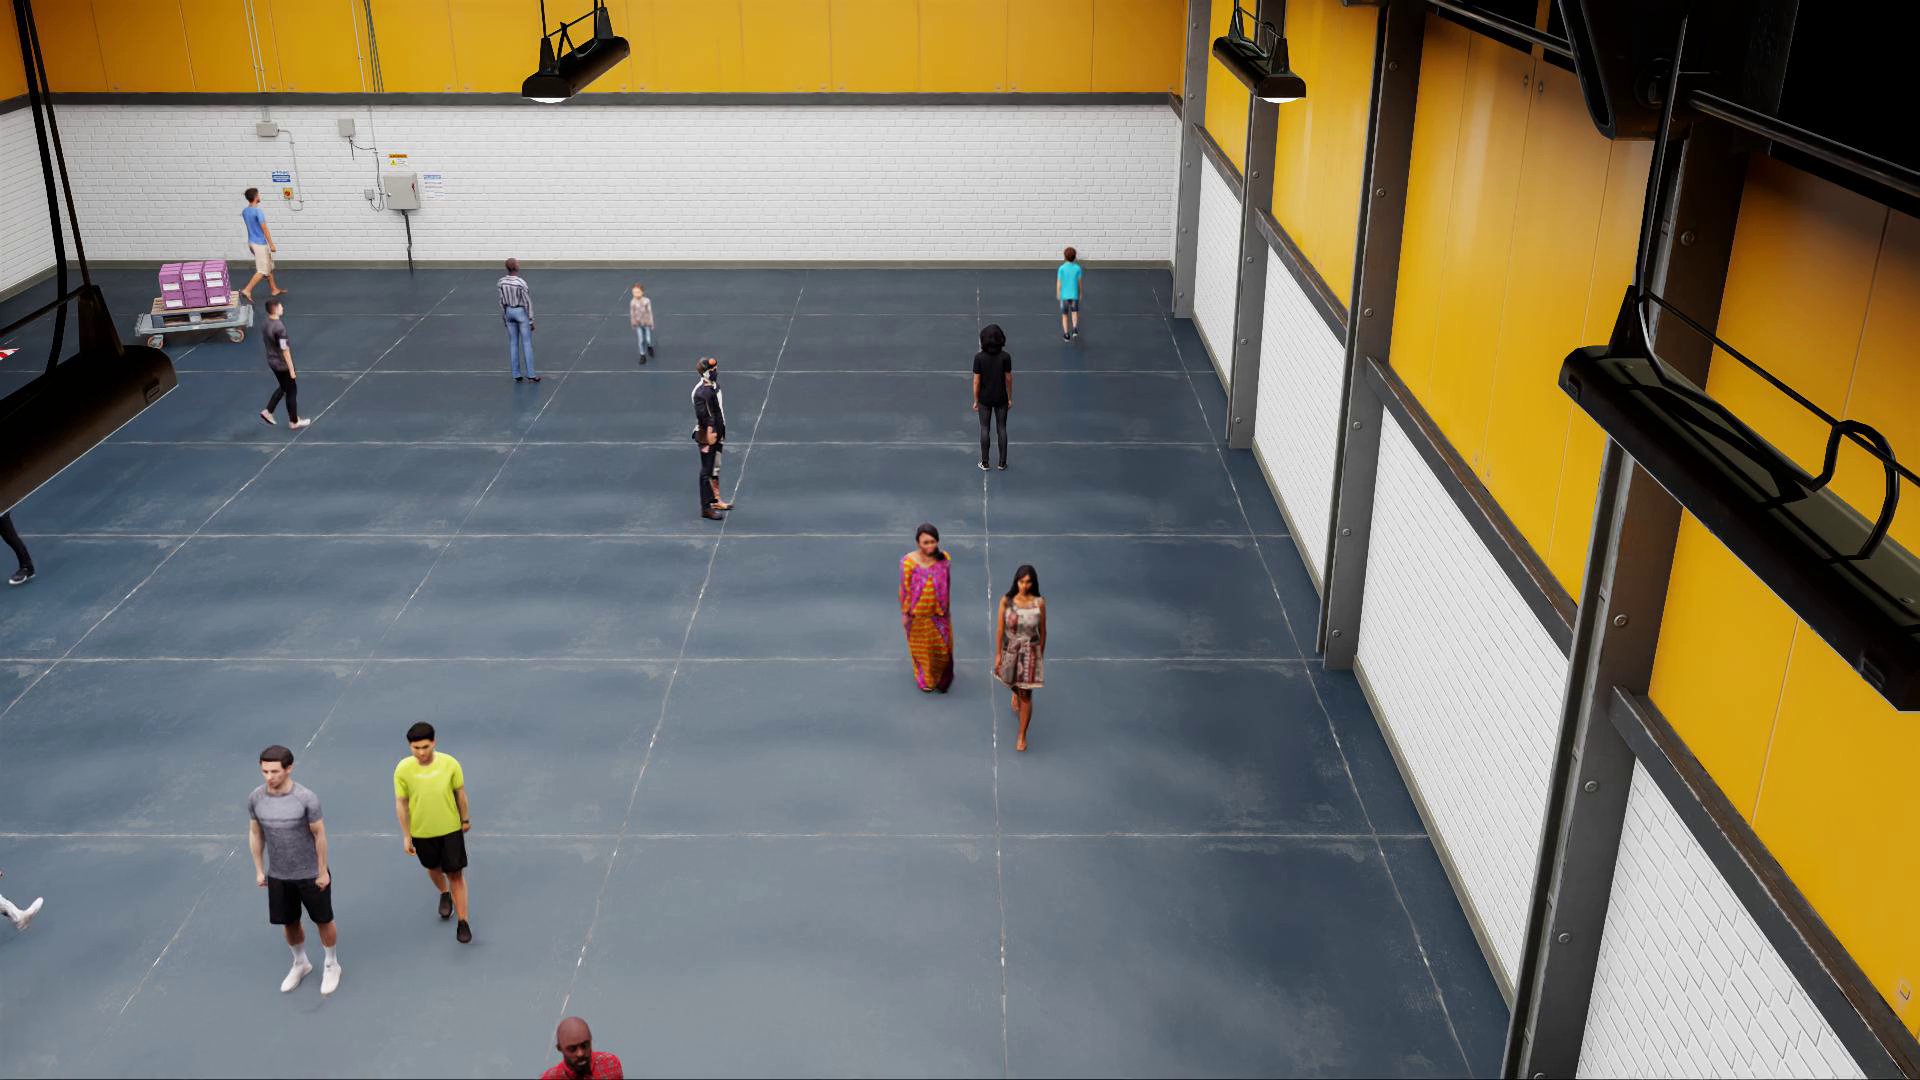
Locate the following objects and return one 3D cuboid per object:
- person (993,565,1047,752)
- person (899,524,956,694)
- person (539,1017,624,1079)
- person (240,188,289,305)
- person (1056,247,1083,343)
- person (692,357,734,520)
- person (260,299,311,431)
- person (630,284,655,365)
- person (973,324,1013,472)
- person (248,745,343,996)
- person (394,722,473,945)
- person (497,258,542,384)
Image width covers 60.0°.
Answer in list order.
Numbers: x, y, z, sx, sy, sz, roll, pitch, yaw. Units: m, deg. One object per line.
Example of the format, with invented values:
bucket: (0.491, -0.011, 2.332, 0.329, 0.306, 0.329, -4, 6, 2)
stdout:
person: (0.518, 0.943, 14.429, 0.655, 1.618, 1.092, 2, 24, 4)
person: (-0.312, 0.601, 15.165, 0.742, 1.654, 0.820, -6, 24, -13)
person: (-1.978, 3.289, 8.811, 0.755, 1.820, 0.763, -13, 27, -28)
person: (-11.575, -4.819, 27.335, 1.089, 1.839, 1.203, 18, 29, 35)
person: (1.681, -3.730, 25.340, 0.549, 1.441, 0.552, -4, 24, -8)
person: (-2.853, -1.187, 18.959, 0.781, 1.892, 0.599, 5, 24, 11)
person: (-8.877, -2.249, 21.561, 0.984, 1.754, 0.926, -21, 31, -39)
person: (-4.649, -3.194, 24.435, 0.482, 1.184, 0.658, 0, 24, 0)
person: (0.401, -1.745, 20.306, 0.639, 1.837, 0.534, -1, 24, -3)
person: (-4.471, 2.203, 11.230, 0.666, 1.872, 0.545, 2, 24, 4)
person: (-3.776, 1.999, 11.938, 0.742, 1.678, 1.026, -5, 24, -11)
person: (-6.231, -3.094, 23.442, 0.681, 1.795, 0.629, 7, 25, 15)
